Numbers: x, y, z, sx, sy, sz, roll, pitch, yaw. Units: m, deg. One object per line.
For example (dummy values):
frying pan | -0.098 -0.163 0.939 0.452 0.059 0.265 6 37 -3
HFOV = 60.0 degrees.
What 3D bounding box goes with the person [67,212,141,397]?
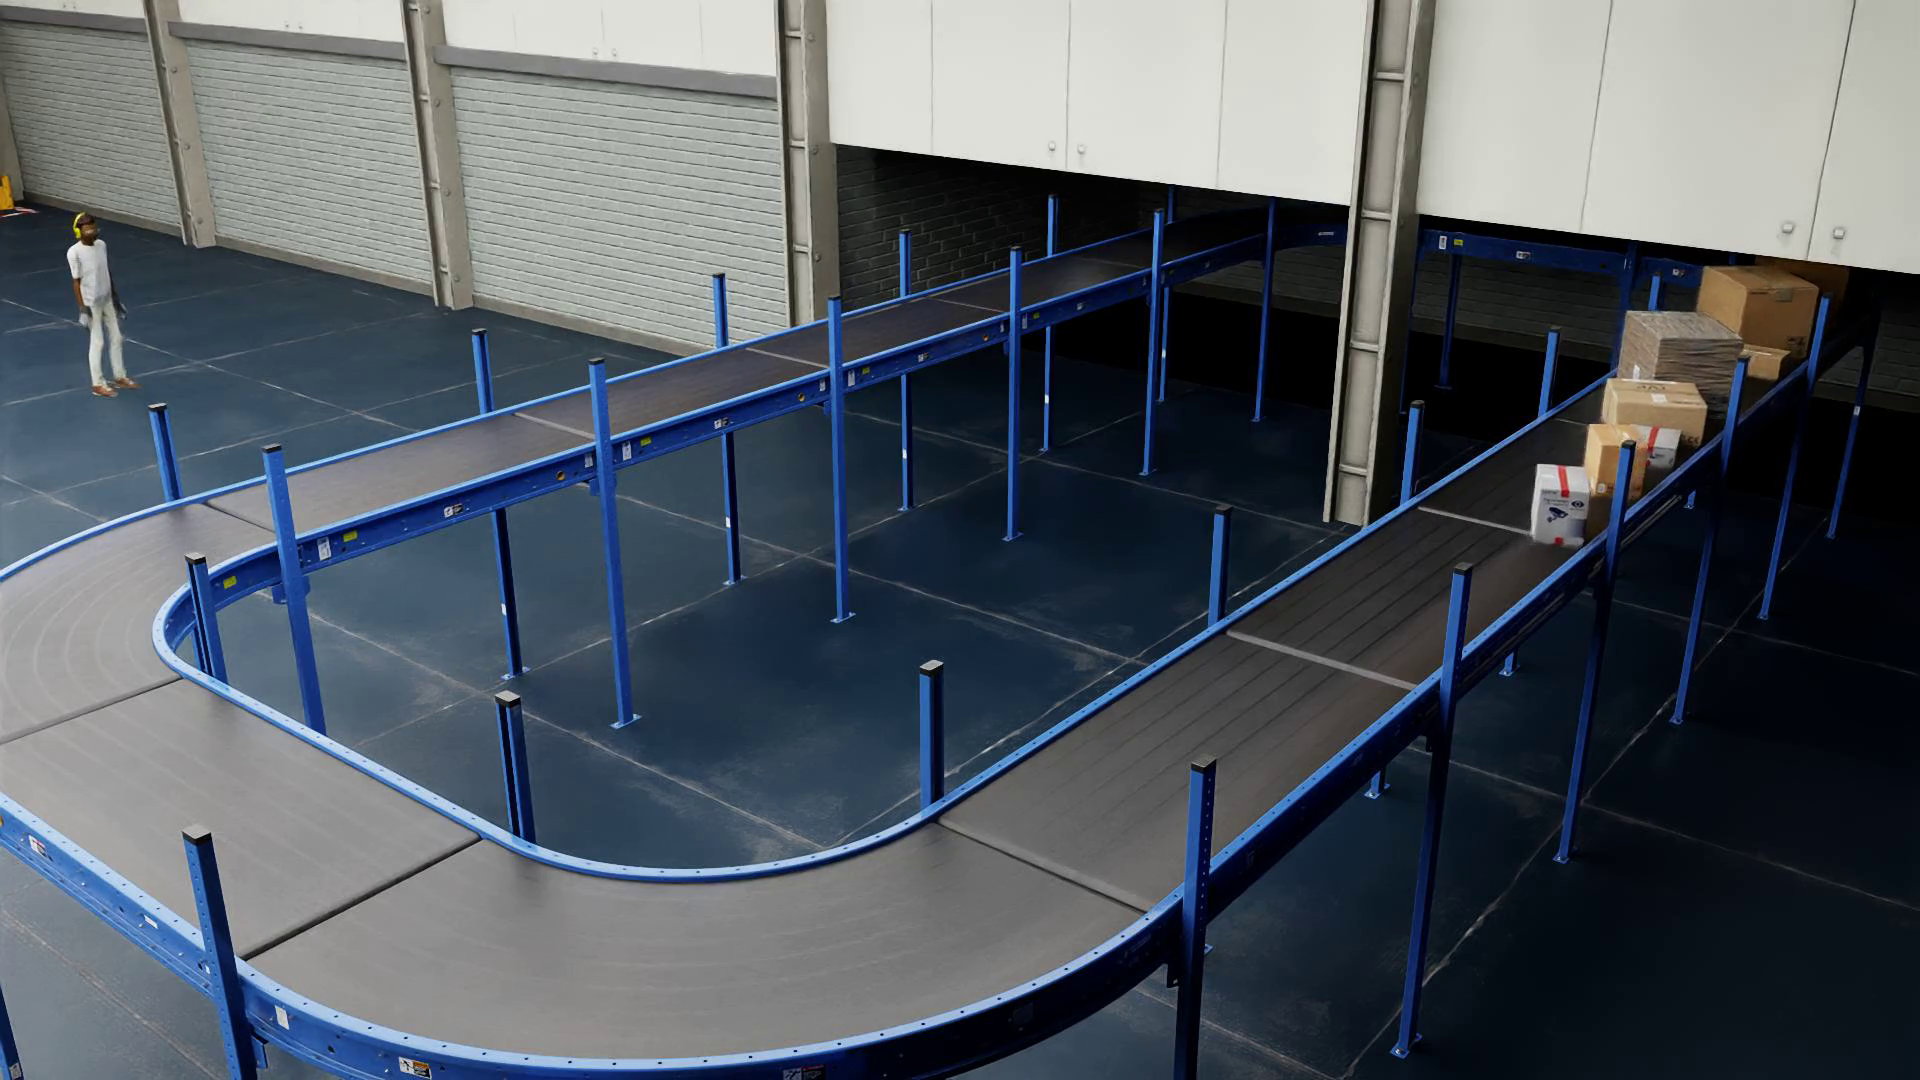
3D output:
person | -8.622 -2.371 16.687 0.323 1.859 0.555 5 22 13
